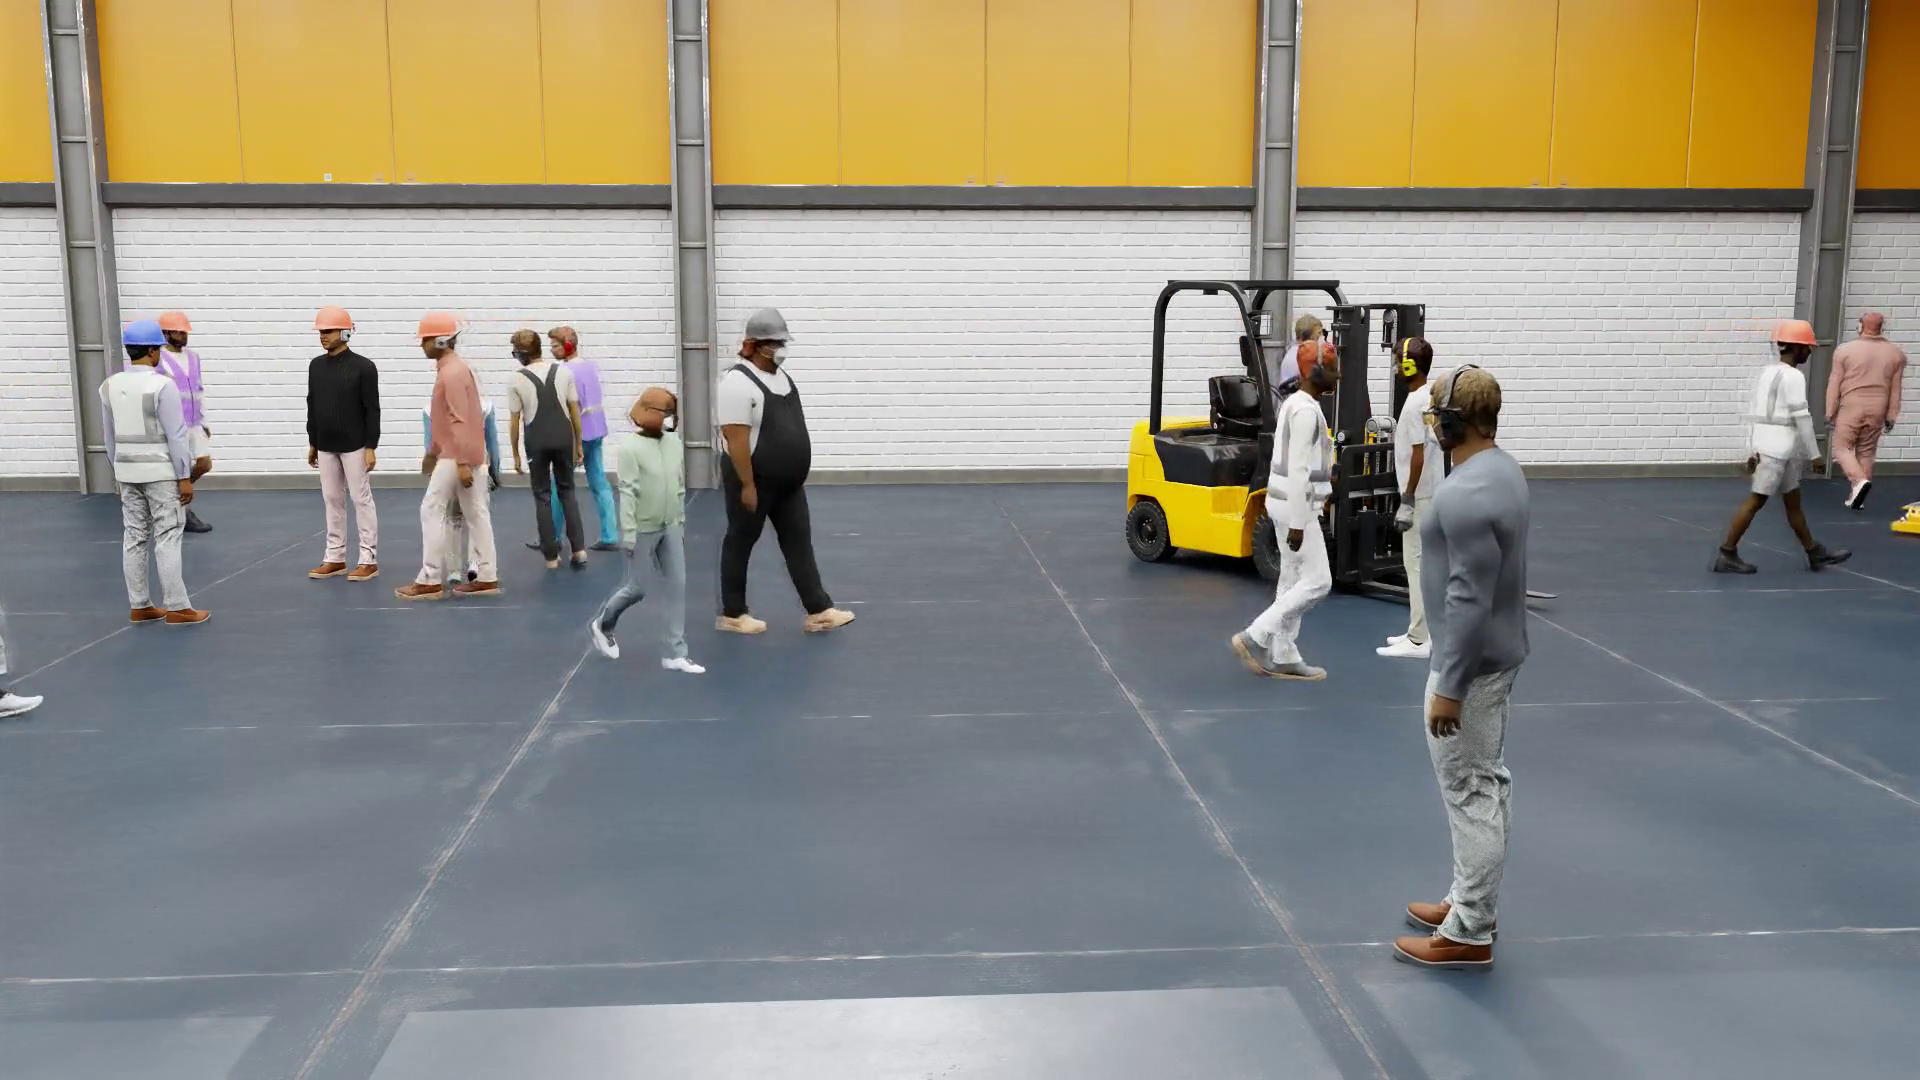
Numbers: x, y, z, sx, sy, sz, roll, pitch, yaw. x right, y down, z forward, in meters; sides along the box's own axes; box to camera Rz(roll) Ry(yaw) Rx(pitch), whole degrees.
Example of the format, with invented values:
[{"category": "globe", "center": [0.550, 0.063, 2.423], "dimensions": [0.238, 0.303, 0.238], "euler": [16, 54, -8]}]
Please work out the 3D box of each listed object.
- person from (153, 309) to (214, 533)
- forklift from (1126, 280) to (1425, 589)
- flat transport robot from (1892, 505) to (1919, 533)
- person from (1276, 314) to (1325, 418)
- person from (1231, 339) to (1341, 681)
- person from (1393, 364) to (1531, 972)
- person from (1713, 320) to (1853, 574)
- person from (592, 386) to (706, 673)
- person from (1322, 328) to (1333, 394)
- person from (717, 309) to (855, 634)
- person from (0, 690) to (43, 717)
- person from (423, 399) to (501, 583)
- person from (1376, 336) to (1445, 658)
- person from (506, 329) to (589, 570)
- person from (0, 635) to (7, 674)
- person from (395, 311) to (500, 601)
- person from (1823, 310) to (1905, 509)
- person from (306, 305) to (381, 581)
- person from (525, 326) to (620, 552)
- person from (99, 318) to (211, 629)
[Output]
[{"category": "person", "center": [-6.730, -1.018, 14.308], "dimensions": [0.524, 1.927, 0.559], "euler": [3, 10, 19]}, {"category": "forklift", "center": [2.301, -0.860, 12.475], "dimensions": [1.214, 2.155, 2.313], "euler": [-6, 11, -35]}, {"category": "flat transport robot", "center": [8.668, -0.211, 14.422], "dimensions": [1.431, 0.197, 0.652], "euler": [-9, 13, -44]}, {"category": "person", "center": [2.923, -0.960, 14.082], "dimensions": [1.043, 1.878, 0.639], "euler": [2, 9, 11]}, {"category": "person", "center": [1.792, -0.140, 8.968], "dimensions": [0.473, 1.871, 0.598], "euler": [1, 9, 4]}, {"category": "person", "center": [1.615, 0.410, 5.316], "dimensions": [0.378, 1.937, 0.628], "euler": [4, 10, 26]}, {"category": "person", "center": [6.106, -0.670, 12.264], "dimensions": [1.013, 1.874, 0.556], "euler": [2, 9, 11]}, {"category": "person", "center": [-1.766, -0.063, 9.335], "dimensions": [0.691, 1.612, 0.506], "euler": [6, 11, 35]}, {"category": "person", "center": [3.582, -1.303, 16.838], "dimensions": [0.320, 1.694, 0.531], "euler": [-5, 10, -28]}, {"category": "person", "center": [-1.090, -0.408, 10.123], "dimensions": [0.936, 2.000, 0.709], "euler": [5, 10, 27]}, {"category": "person", "center": [-5.130, 0.006, 8.063], "dimensions": [0.999, 1.869, 0.608], "euler": [-2, 9, -11]}, {"category": "person", "center": [-3.505, -0.441, 11.727], "dimensions": [0.512, 1.621, 0.770], "euler": [-2, 9, -15]}, {"category": "person", "center": [2.628, -0.243, 9.645], "dimensions": [0.334, 1.865, 0.521], "euler": [5, 10, 29]}, {"category": "person", "center": [-3.096, -0.662, 12.459], "dimensions": [0.558, 1.824, 0.373], "euler": [-5, 10, -29]}, {"category": "person", "center": [-5.598, -0.058, 8.921], "dimensions": [0.808, 1.706, 0.516], "euler": [-8, 12, -42]}, {"category": "person", "center": [-3.564, -0.567, 11.358], "dimensions": [0.811, 1.962, 0.601], "euler": [-1, 9, -8]}, {"category": "person", "center": [8.464, -1.198, 15.561], "dimensions": [0.652, 1.885, 0.644], "euler": [0, 9, 3]}, {"category": "person", "center": [-4.488, -0.696, 12.069], "dimensions": [0.611, 1.996, 0.372], "euler": [3, 10, 20]}, {"category": "person", "center": [-3.129, -0.795, 13.278], "dimensions": [0.872, 1.799, 0.612], "euler": [3, 9, 16]}, {"category": "person", "center": [-5.069, -0.412, 10.434], "dimensions": [0.601, 1.949, 0.385], "euler": [3, 10, 19]}]
